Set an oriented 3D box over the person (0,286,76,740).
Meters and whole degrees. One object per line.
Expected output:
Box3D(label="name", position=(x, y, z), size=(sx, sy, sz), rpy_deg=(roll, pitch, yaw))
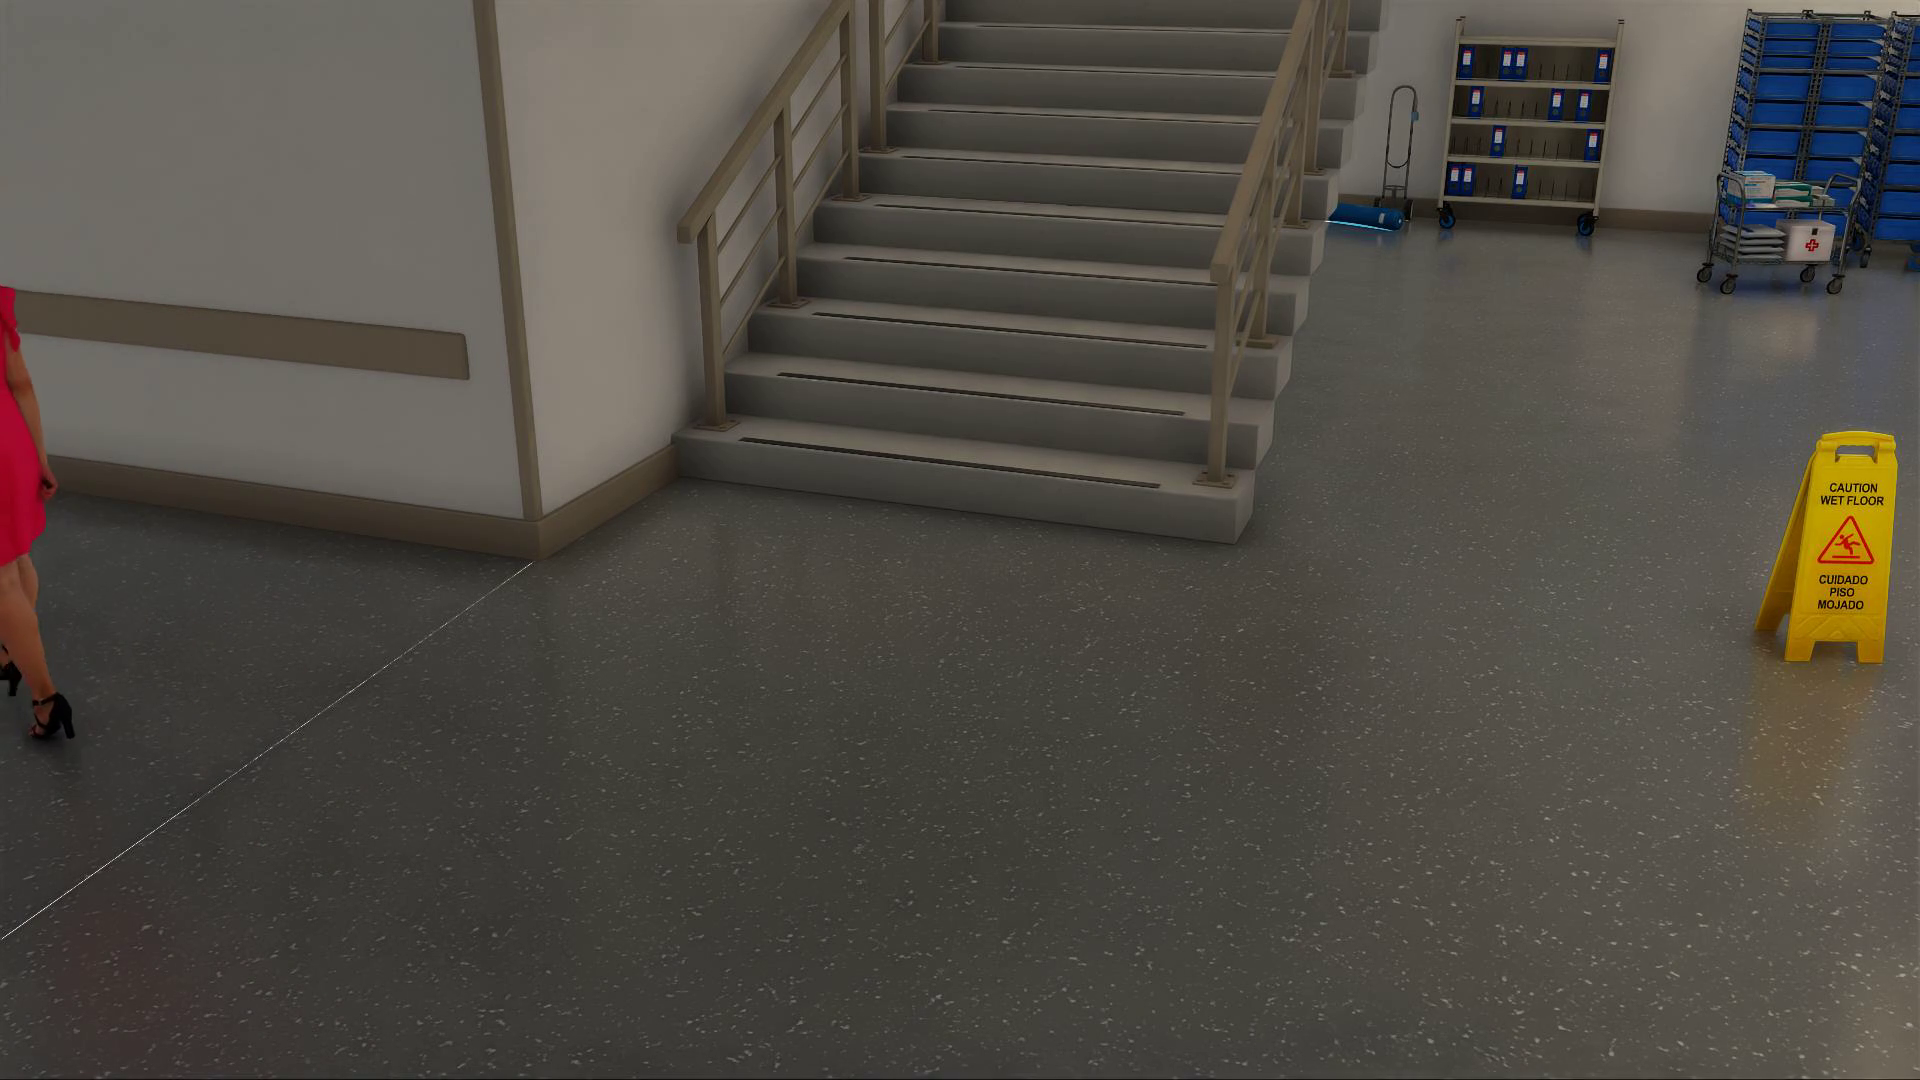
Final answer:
Box3D(label="person", position=(-2.889, -0.184, 4.945), size=(0.779, 1.709, 0.851), rpy_deg=(14, 25, 33))
